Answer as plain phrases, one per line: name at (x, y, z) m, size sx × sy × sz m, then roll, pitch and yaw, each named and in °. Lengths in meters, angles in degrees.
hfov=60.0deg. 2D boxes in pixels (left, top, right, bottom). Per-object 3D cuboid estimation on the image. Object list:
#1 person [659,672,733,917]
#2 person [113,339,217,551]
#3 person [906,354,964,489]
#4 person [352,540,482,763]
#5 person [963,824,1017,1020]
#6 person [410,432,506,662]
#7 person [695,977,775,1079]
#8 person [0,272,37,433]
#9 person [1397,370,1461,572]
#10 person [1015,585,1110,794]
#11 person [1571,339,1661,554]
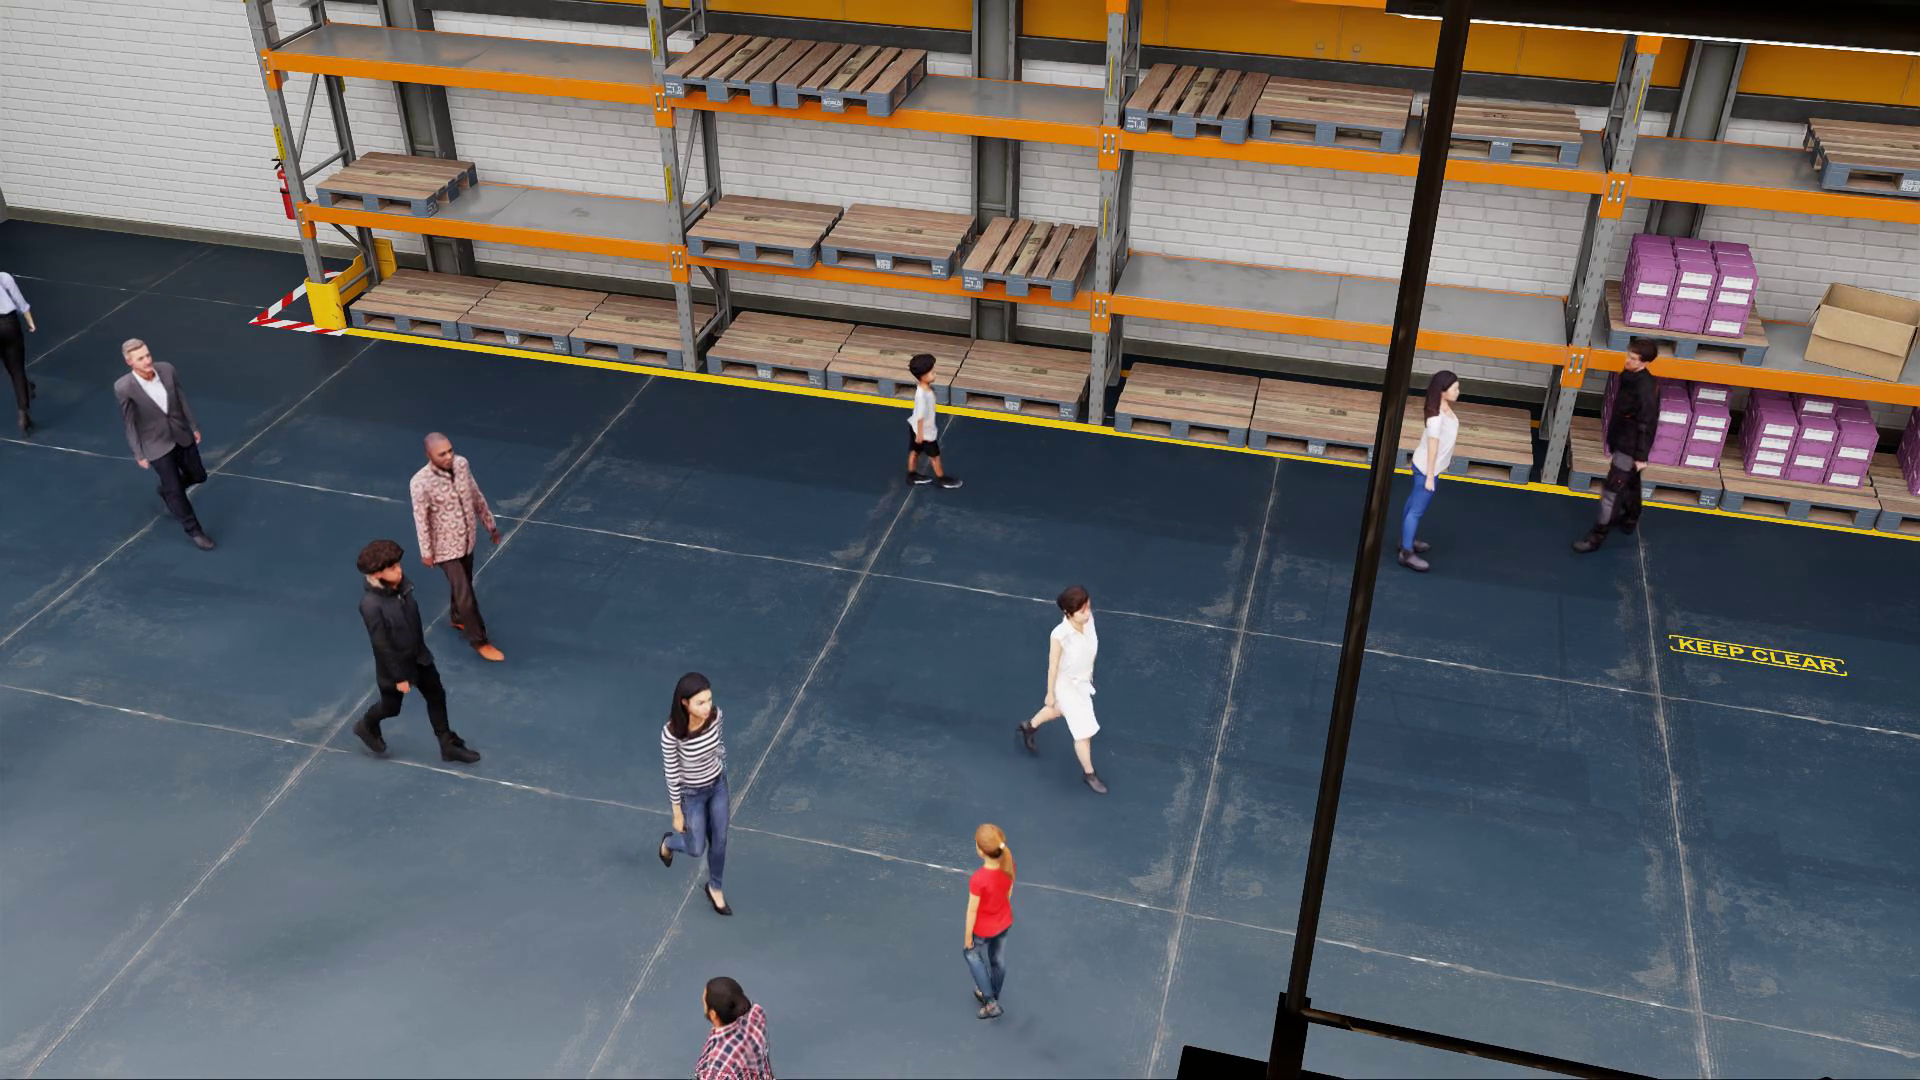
person at (-1.592, 1.481, 9.836) m, size 0.929 × 1.781 × 0.809 m, roll 28°, pitch 42°, yaw 35°
person at (-6.352, -0.805, 13.237) m, size 1.068 × 1.824 × 0.906 m, roll 20°, pitch 39°, yaw 27°
person at (-0.370, -0.989, 14.037) m, size 0.763 × 1.244 × 0.602 m, roll 0°, pitch 34°, yaw 1°
person at (-3.742, 0.773, 10.927) m, size 1.132 × 1.752 × 0.691 m, roll 12°, pitch 36°, yaw 18°
person at (0.215, 2.172, 9.238) m, size 0.653 × 1.292 × 0.714 m, roll -24°, pitch 41°, yaw -32°
person at (-3.742, -0.024, 12.095) m, size 1.007 × 1.787 × 0.816 m, roll 16°, pitch 37°, yaw 22°
person at (-1.020, 2.778, 7.915) m, size 0.690 × 1.747 × 0.787 m, roll 1°, pitch 34°, yaw 2°
person at (-8.539, -1.786, 14.831) m, size 1.194 × 1.691 × 1.121 m, roll -9°, pitch 35°, yaw -14°
person at (3.647, -0.558, 12.990) m, size 0.508 × 1.684 × 0.594 m, roll 8°, pitch 35°, yaw 12°
person at (0.669, 0.926, 10.904) m, size 1.083 × 1.523 × 0.798 m, roll 23°, pitch 40°, yaw 30°
person at (5.353, -0.769, 13.189) m, size 0.909 × 1.816 × 0.895 m, roll 7°, pitch 34°, yaw 10°
